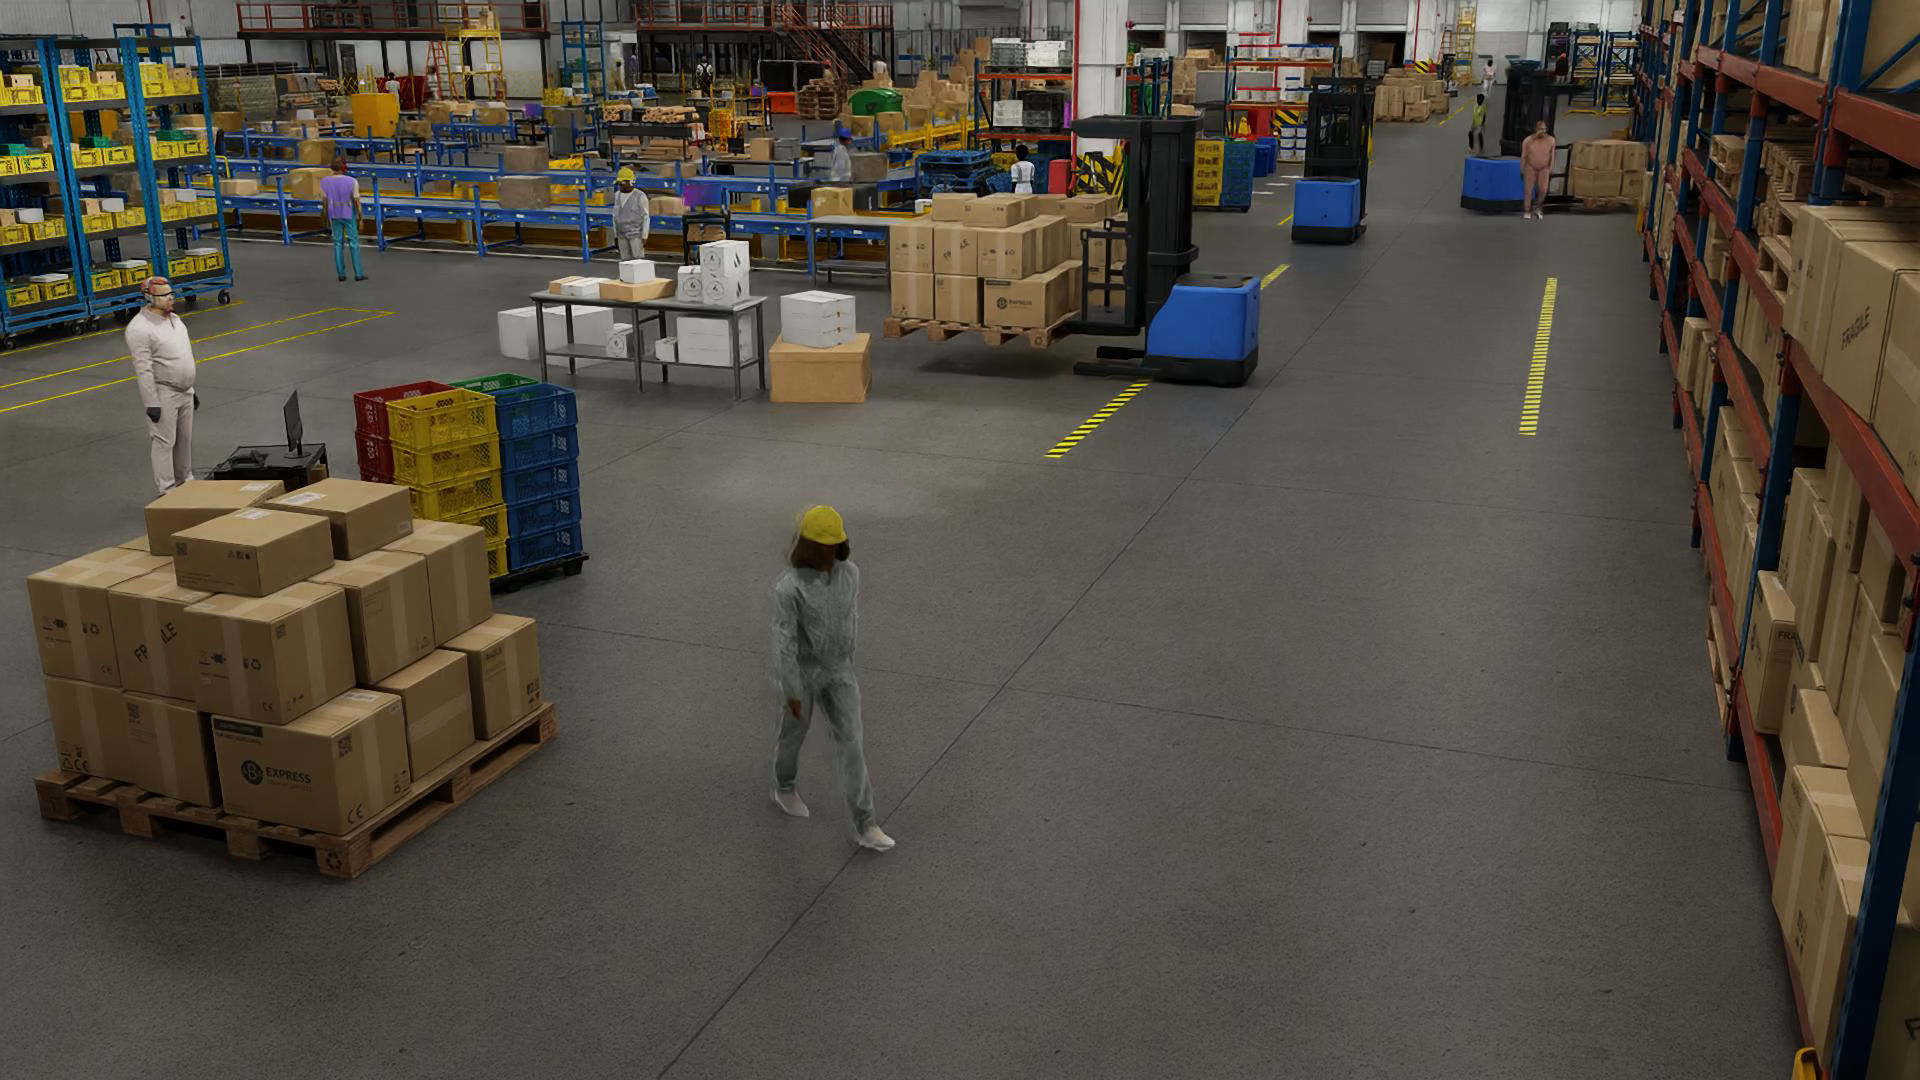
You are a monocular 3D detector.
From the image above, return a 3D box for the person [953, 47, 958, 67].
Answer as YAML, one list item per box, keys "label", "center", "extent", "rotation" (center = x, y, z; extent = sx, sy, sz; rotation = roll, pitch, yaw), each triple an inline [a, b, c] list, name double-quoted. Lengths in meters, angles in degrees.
- label: "person"
  center: [-0.158, -26.361, 92.420]
  extent: [0.611, 1.995, 0.375]
  rotation: [9, 20, 27]

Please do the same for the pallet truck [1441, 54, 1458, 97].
- label: "pallet truck"
  center: [22.765, -21.886, 78.355]
  extent: [0.823, 1.965, 1.885]
  rotation: [-4, 18, -14]

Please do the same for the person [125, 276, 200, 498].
- label: "person"
  center: [-6.350, -1.168, 13.403]
  extent: [0.406, 1.911, 0.639]
  rotation: [2, 18, 5]

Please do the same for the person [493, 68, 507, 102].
- label: "person"
  center: [-18.119, -17.708, 65.622]
  extent: [0.518, 1.756, 0.348]
  rotation: [-2, 18, -8]

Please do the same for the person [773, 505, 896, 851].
- label: "person"
  center: [-0.669, 0.643, 8.051]
  extent: [0.501, 1.692, 0.902]
  rotation: [-13, 22, -35]

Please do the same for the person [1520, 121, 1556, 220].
- label: "person"
  center: [11.217, -7.180, 32.335]
  extent: [0.656, 1.884, 0.564]
  rotation: [2, 18, 7]

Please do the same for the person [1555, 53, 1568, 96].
- label: "person"
  center: [28.815, -22.319, 79.717]
  extent: [0.611, 1.997, 0.375]
  rotation: [-3, 18, -9]

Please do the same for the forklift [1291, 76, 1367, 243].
- label: "forklift"
  center: [6.598, -6.755, 29.381]
  extent: [1.129, 2.768, 1.873]
  rotation: [6, 19, 19]

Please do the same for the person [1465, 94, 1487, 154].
- label: "person"
  center: [14.607, -11.748, 46.999]
  extent: [0.650, 1.672, 0.548]
  rotation: [-9, 20, -25]

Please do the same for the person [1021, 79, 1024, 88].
- label: "person"
  center: [2.575, -19.982, 72.300]
  extent: [0.373, 2.043, 0.615]
  rotation: [10, 20, 29]

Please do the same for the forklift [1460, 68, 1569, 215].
- label: "forklift"
  center: [11.197, -8.001, 33.294]
  extent: [1.873, 2.768, 1.129]
  rotation: [-6, 19, -18]

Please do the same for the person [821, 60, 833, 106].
- label: "person"
  center: [-5.599, -19.405, 70.697]
  extent: [0.583, 1.906, 0.798]
  rotation: [-12, 21, -33]

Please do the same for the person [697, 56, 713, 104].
- label: "person"
  center: [-11.176, -20.183, 72.934]
  extent: [0.689, 2.000, 0.539]
  rotation: [-3, 18, -11]

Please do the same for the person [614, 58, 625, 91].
- label: "person"
  center: [-15.075, -20.315, 73.569]
  extent: [0.417, 1.912, 0.588]
  rotation: [2, 18, 6]

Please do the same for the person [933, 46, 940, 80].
- label: "person"
  center: [-1.369, -27.875, 97.254]
  extent: [0.387, 1.948, 0.602]
  rotation: [14, 22, 36]

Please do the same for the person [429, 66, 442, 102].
- label: "person"
  center: [-20.808, -17.869, 65.940]
  extent: [0.576, 1.872, 0.591]
  rotation: [7, 19, 20]

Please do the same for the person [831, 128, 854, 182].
- label: "person"
  center: [-2.228, -6.518, 30.251]
  extent: [0.971, 1.900, 0.650]
  rotation: [1, 18, 4]

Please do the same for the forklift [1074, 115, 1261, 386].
- label: "forklift"
  center: [2.328, -3.210, 18.242]
  extent: [1.873, 2.768, 1.129]
  rotation: [6, 19, 18]

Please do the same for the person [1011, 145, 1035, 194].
- label: "person"
  center: [1.074, -6.034, 29.038]
  extent: [0.318, 1.696, 0.537]
  rotation: [17, 24, 42]

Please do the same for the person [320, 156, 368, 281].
- label: "person"
  center: [-9.244, -4.802, 24.922]
  extent: [0.565, 1.845, 0.387]
  rotation: [0, 18, 0]

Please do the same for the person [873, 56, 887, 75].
- label: "person"
  center: [-3.760, -21.883, 78.529]
  extent: [0.651, 1.883, 1.021]
  rotation: [1, 18, 4]

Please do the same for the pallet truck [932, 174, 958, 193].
- label: "pallet truck"
  center: [-0.507, -5.292, 27.348]
  extent: [0.653, 1.274, 1.630]
  rotation: [6, 19, 19]

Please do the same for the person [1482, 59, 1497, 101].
- label: "person"
  center: [23.974, -20.810, 75.277]
  extent: [0.639, 1.800, 0.899]
  rotation: [0, 18, 1]

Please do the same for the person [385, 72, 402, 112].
- label: "person"
  center: [-19.867, -15.461, 58.387]
  extent: [0.515, 1.865, 0.329]
  rotation: [-7, 19, -21]

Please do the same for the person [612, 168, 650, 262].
- label: "person"
  center: [-4.641, -4.303, 23.377]
  extent: [0.603, 1.830, 0.404]
  rotation: [9, 20, 27]
